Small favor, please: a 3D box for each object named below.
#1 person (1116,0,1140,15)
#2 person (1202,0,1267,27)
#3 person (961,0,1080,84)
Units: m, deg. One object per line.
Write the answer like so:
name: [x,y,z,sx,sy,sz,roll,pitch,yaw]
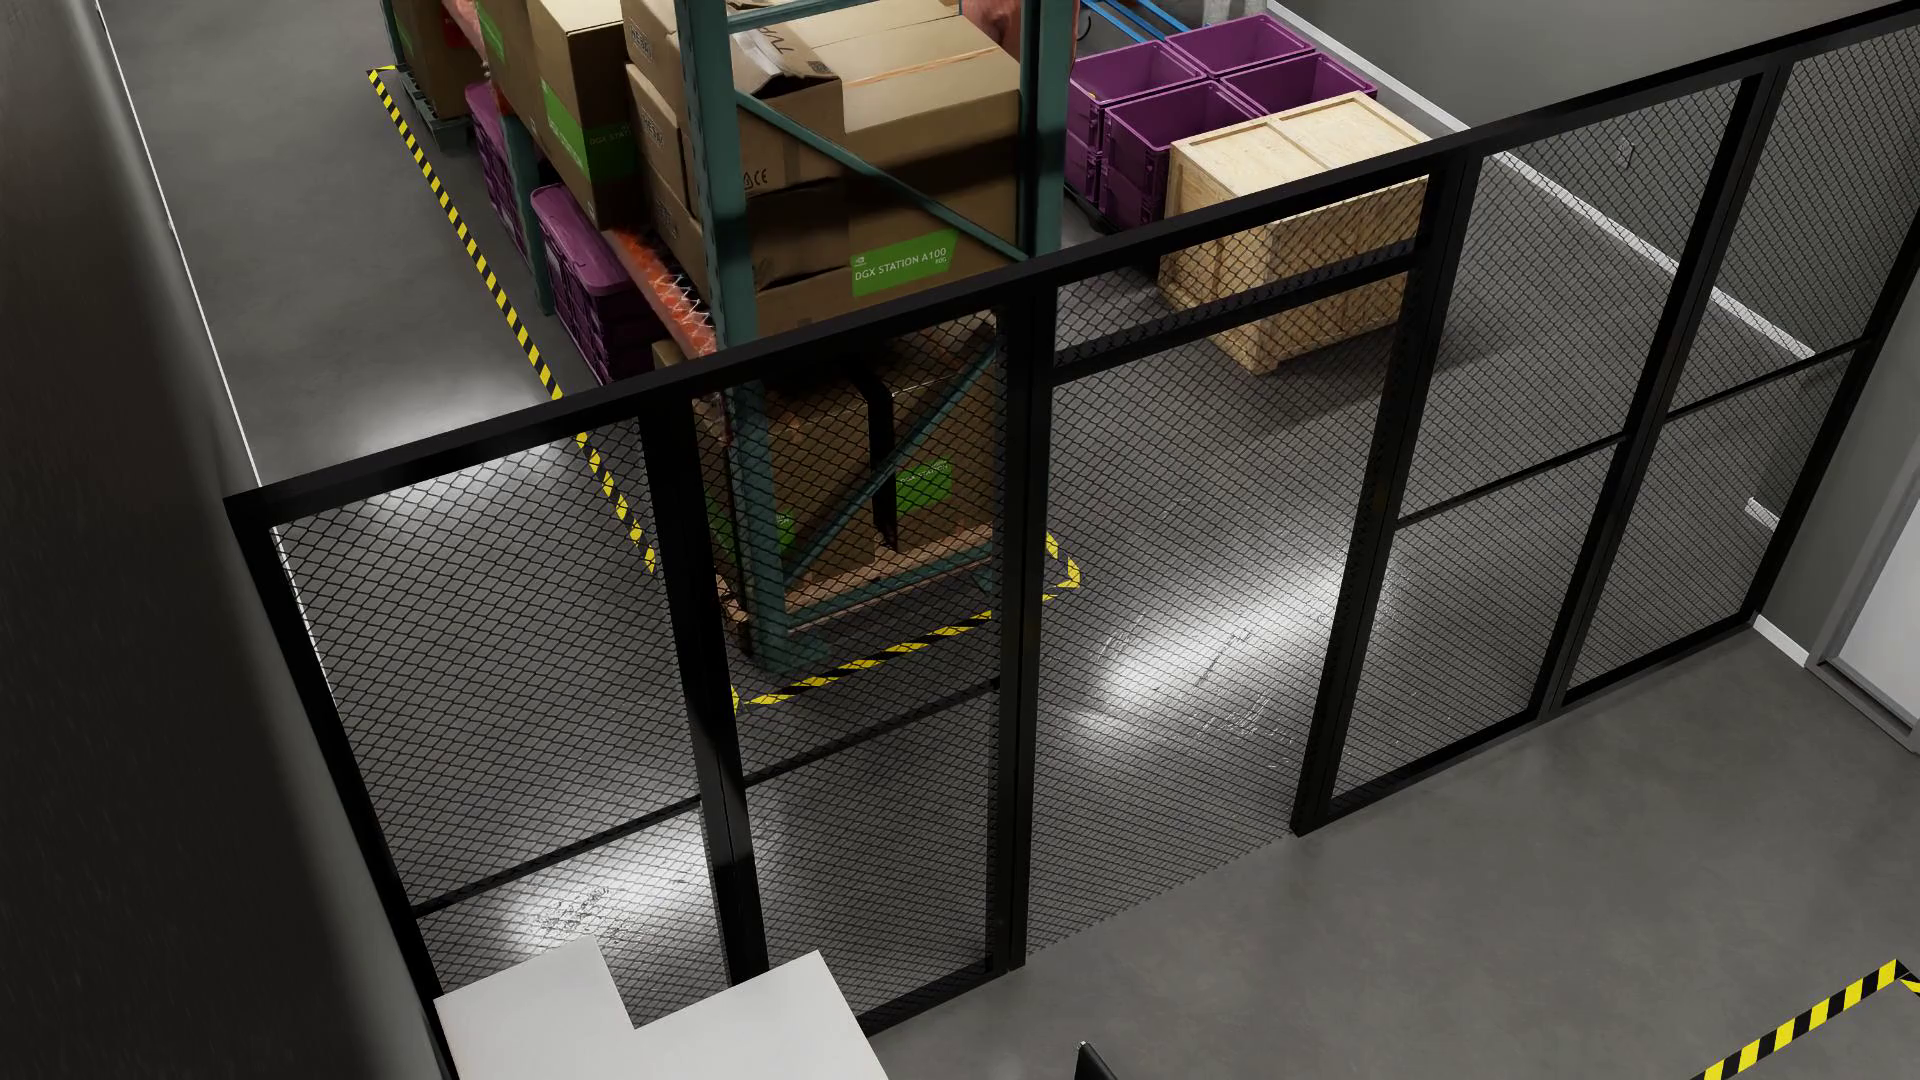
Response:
person: [0.999,-3.876,9.198,0.649,1.920,0.436,-19,46,-20]
person: [1.444,-3.272,8.602,0.598,1.832,0.404,-17,45,-18]
person: [0.227,-1.808,6.884,0.612,1.993,0.378,-32,51,-30]
